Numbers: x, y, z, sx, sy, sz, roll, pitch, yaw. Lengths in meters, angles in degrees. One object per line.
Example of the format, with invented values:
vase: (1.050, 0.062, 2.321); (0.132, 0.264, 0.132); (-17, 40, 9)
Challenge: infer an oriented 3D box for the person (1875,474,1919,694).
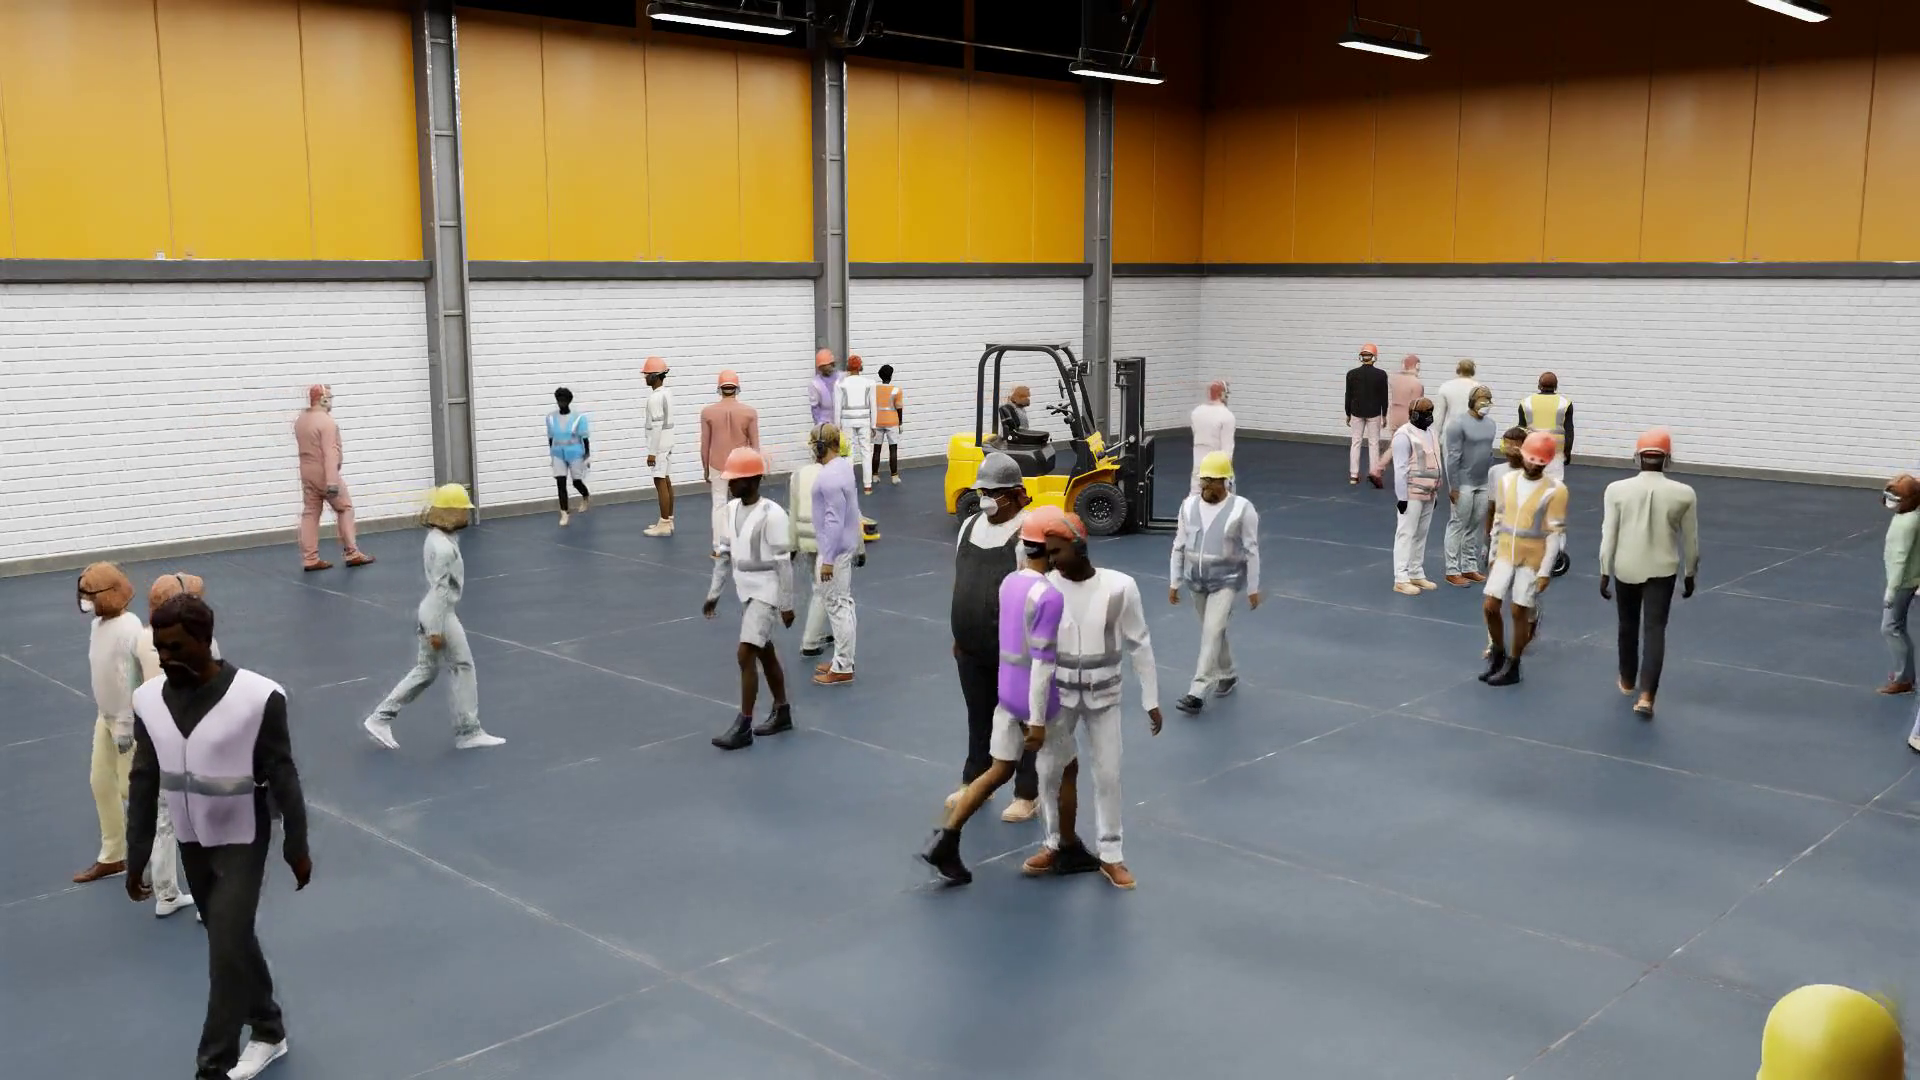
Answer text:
person: (6.705, 0.308, 11.873); (0.305, 1.598, 0.633); (6, 11, 34)

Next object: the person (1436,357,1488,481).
person: (6.379, -1.359, 21.136); (0.644, 1.919, 0.693); (1, 9, 9)

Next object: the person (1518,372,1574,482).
person: (6.834, -1.041, 19.423); (0.626, 1.843, 0.429); (5, 10, 26)

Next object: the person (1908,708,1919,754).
person: (6.182, 0.556, 9.989); (0.541, 1.714, 0.933); (-4, 10, -22)

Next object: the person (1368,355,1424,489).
person: (6.087, -1.616, 22.866); (0.863, 1.868, 0.640); (-4, 10, -25)

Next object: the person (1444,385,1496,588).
person: (4.902, -0.520, 15.943); (0.627, 1.934, 0.370); (-6, 11, -34)

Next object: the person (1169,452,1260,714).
person: (1.738, 0.275, 11.517); (0.611, 1.782, 0.956); (7, 12, 38)

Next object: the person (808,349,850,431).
person: (-1.714, -1.585, 22.401); (0.641, 1.974, 0.886); (-1, 9, -4)

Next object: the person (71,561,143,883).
person: (-4.117, 0.886, 8.295); (0.500, 1.612, 0.594); (8, 12, 40)

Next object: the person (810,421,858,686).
person: (-0.923, 0.098, 12.145); (0.352, 1.934, 0.635); (0, 9, 2)

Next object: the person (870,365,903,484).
person: (-1.046, -1.629, 23.498); (0.532, 1.691, 0.321); (3, 10, 18)

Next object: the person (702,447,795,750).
person: (-1.385, 0.365, 10.611); (0.843, 1.902, 0.563); (-7, 12, -38)

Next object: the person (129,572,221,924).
person: (-3.611, 0.966, 7.737); (0.523, 1.636, 0.311); (3, 10, 19)

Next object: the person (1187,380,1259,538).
person: (2.761, -0.789, 17.850); (1.050, 1.842, 0.637); (-7, 12, -37)

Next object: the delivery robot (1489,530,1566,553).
delivery robot: (5.629, 0.021, 16.552); (0.707, 0.478, 0.477); (0, 9, -2)

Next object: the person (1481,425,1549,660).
person: (4.369, 0.009, 12.987); (0.550, 1.841, 0.612); (8, 12, 40)

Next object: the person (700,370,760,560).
person: (-2.393, -0.781, 17.377); (0.617, 1.988, 0.404); (-1, 9, -7)

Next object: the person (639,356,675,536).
person: (-3.443, -1.063, 18.935); (0.372, 2.044, 0.608); (0, 9, 2)

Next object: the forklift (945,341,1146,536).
forklift: (0.977, -1.223, 19.452); (2.313, 2.155, 1.214); (2, 9, 11)

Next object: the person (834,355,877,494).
person: (-1.405, -1.541, 22.355); (0.576, 1.881, 0.352); (-2, 9, -11)

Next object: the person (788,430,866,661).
person: (-0.987, 0.026, 13.038); (0.606, 1.788, 0.850); (6, 11, 31)

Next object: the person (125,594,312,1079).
person: (-2.737, 1.136, 5.949); (0.607, 1.877, 0.913); (2, 10, 14)

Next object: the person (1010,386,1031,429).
person: (0.688, -1.125, 20.671); (0.821, 1.597, 0.502); (-1, 9, -7)

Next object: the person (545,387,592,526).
person: (-4.629, -1.016, 19.833); (0.539, 1.666, 0.634); (1, 9, 6)

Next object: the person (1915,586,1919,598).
person: (8.812, -0.246, 14.638); (0.649, 1.814, 0.704); (3, 10, 18)

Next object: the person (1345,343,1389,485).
person: (5.738, -1.773, 23.459); (0.608, 1.987, 0.388); (5, 10, 27)

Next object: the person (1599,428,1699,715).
person: (4.759, 0.202, 11.494); (0.638, 1.949, 1.031); (4, 10, 21)

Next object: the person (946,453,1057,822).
person: (0.197, 0.528, 9.189); (0.689, 2.000, 0.539); (7, 12, 38)

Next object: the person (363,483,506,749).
person: (-3.343, 0.494, 10.438); (0.794, 1.709, 0.499); (-4, 10, -23)

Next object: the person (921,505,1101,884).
person: (0.267, 0.772, 8.183); (0.964, 1.897, 0.552); (-5, 10, -26)

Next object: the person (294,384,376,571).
person: (-6.330, -0.639, 16.817); (0.680, 1.876, 0.814); (7, 12, 38)

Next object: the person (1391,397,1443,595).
person: (4.298, -0.421, 15.611); (0.429, 1.842, 0.633); (9, 13, 44)

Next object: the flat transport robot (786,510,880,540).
flat transport robot: (-1.470, -0.177, 18.921); (0.652, 0.197, 1.431); (-4, 10, -24)

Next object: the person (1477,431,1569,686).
person: (4.035, 0.150, 11.948); (0.435, 1.896, 0.613); (-8, 12, -39)

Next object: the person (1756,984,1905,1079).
person: (1.467, 1.635, 2.869); (0.596, 1.888, 0.939); (5, 11, 29)

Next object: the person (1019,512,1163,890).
person: (0.651, 0.785, 8.160); (0.727, 1.876, 0.366); (2, 9, 10)
